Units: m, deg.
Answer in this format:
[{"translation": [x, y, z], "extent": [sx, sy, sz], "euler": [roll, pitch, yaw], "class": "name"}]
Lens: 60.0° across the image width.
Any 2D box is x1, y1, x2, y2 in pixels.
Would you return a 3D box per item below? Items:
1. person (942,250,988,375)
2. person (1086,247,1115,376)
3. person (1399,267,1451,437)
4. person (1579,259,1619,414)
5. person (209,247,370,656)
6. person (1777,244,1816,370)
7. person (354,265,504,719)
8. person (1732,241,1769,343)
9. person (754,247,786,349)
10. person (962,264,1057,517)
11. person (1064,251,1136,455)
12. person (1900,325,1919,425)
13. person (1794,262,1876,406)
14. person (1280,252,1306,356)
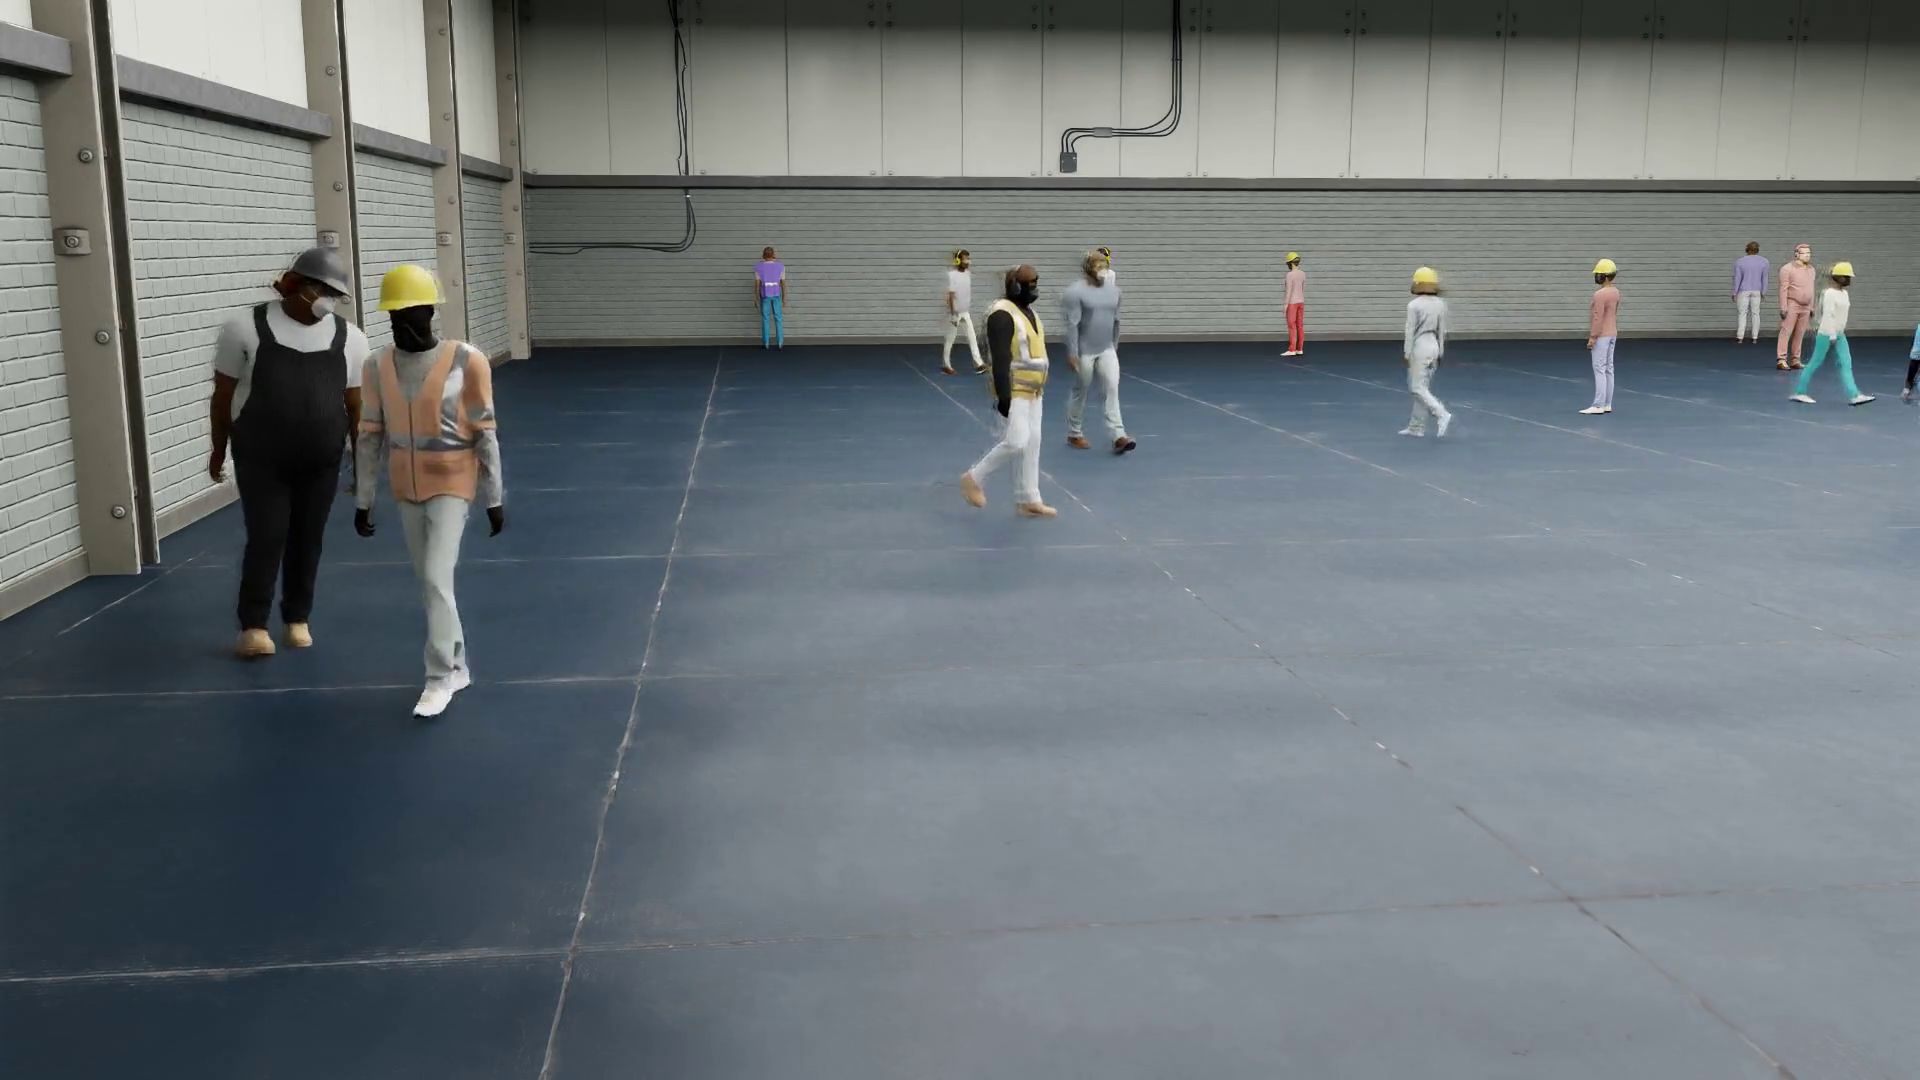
[{"translation": [0.069, -3.320, 24.356], "extent": [0.974, 1.821, 0.556], "euler": [10, 14, 42], "class": "person"}, {"translation": [2.047, -3.290, 24.084], "extent": [0.521, 1.871, 0.335], "euler": [8, 13, 38], "class": "person"}, {"translation": [4.708, -1.869, 16.693], "extent": [0.495, 1.728, 0.683], "euler": [-7, 12, -32], "class": "person"}, {"translation": [7.343, -2.319, 19.035], "extent": [0.304, 1.772, 0.525], "euler": [9, 14, 42], "class": "person"}, {"translation": [-3.226, -0.461, 8.098], "extent": [0.760, 2.000, 0.593], "euler": [-7, 13, -34], "class": "person"}, {"translation": [12.758, -3.536, 25.320], "extent": [0.639, 1.910, 0.407], "euler": [-4, 11, -20], "class": "person"}, {"translation": [-2.301, -0.199, 7.043], "extent": [0.611, 1.898, 0.751], "euler": [3, 11, 16], "class": "person"}, {"translation": [15.031, -4.710, 31.674], "extent": [0.629, 1.940, 0.373], "euler": [1, 10, 6], "class": "person"}, {"translation": [-3.428, -4.370, 30.072], "extent": [0.563, 1.843, 0.392], "euler": [-3, 11, -14], "class": "person"}, {"translation": [0.383, -1.069, 12.012], "extent": [0.609, 1.830, 0.640], "euler": [5, 12, 27], "class": "person"}, {"translation": [1.280, -1.746, 15.575], "extent": [0.649, 1.878, 1.033], "euler": [-5, 11, -25], "class": "person"}, {"translation": [7.636, -1.165, 12.975], "extent": [0.541, 1.670, 0.715], "euler": [1, 10, 3], "class": "person"}, {"translation": [10.544, -2.473, 20.009], "extent": [0.548, 1.710, 0.926], "euler": [-8, 13, -36], "class": "person"}, {"translation": [5.668, -4.006, 28.312], "extent": [0.522, 1.760, 0.331], "euler": [-10, 14, -43], "class": "person"}]
